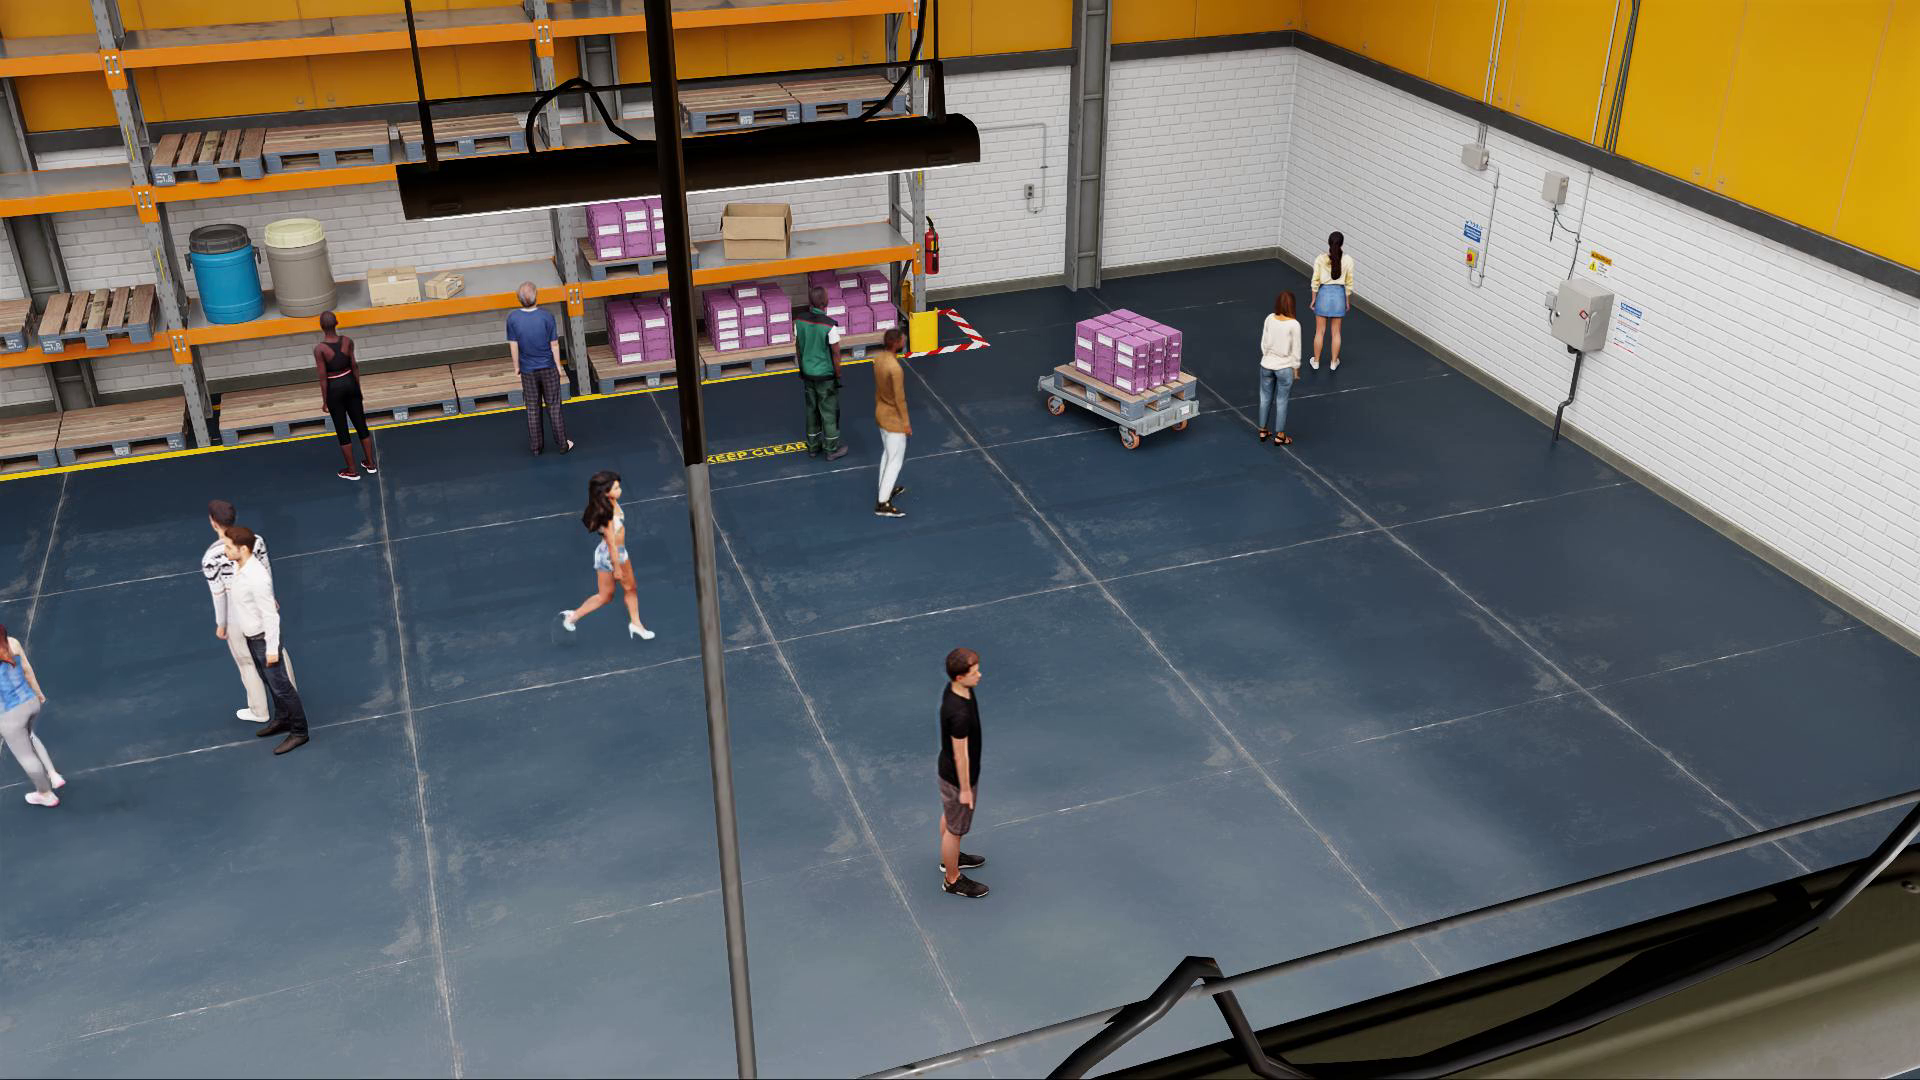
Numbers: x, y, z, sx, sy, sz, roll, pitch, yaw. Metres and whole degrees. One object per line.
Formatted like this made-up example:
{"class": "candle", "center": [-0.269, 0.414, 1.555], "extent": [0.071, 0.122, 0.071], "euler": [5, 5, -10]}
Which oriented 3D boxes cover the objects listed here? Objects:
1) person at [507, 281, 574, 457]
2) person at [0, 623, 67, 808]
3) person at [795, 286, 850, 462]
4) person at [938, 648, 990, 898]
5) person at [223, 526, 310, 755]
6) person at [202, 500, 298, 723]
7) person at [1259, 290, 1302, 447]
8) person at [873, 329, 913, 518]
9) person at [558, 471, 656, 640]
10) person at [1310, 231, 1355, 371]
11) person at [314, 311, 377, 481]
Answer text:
{"class": "person", "center": [-4.310, -1.754, 17.019], "extent": [0.575, 1.871, 0.770], "euler": [-3, 29, -5]}
{"class": "person", "center": [-6.665, 1.221, 11.849], "extent": [0.739, 1.599, 0.701], "euler": [7, 29, 12]}
{"class": "person", "center": [-1.425, -1.702, 16.959], "extent": [0.781, 1.839, 0.816], "euler": [16, 32, 27]}
{"class": "person", "center": [-0.009, 1.507, 11.052], "extent": [0.684, 1.860, 0.751], "euler": [-1, 29, -2]}
{"class": "person", "center": [-5.223, 0.726, 12.474], "extent": [0.670, 1.870, 0.734], "euler": [-23, 36, -35]}
{"class": "person", "center": [-5.504, 0.541, 12.824], "extent": [0.820, 1.860, 0.729], "euler": [16, 32, 27]}
{"class": "person", "center": [3.309, -1.796, 17.293], "extent": [0.683, 1.683, 0.690], "euler": [-26, 38, -38]}
{"class": "person", "center": [-0.675, -1.157, 15.994], "extent": [0.792, 1.804, 0.888], "euler": [-14, 32, -25]}
{"class": "person", "center": [-2.960, 0.176, 13.766], "extent": [1.058, 1.599, 0.742], "euler": [-2, 29, -3]}
{"class": "person", "center": [4.256, -2.752, 19.099], "extent": [0.660, 1.631, 0.784], "euler": [4, 29, 7]}
{"class": "person", "center": [-6.155, -1.453, 16.587], "extent": [0.723, 1.758, 0.618], "euler": [23, 36, 36]}
